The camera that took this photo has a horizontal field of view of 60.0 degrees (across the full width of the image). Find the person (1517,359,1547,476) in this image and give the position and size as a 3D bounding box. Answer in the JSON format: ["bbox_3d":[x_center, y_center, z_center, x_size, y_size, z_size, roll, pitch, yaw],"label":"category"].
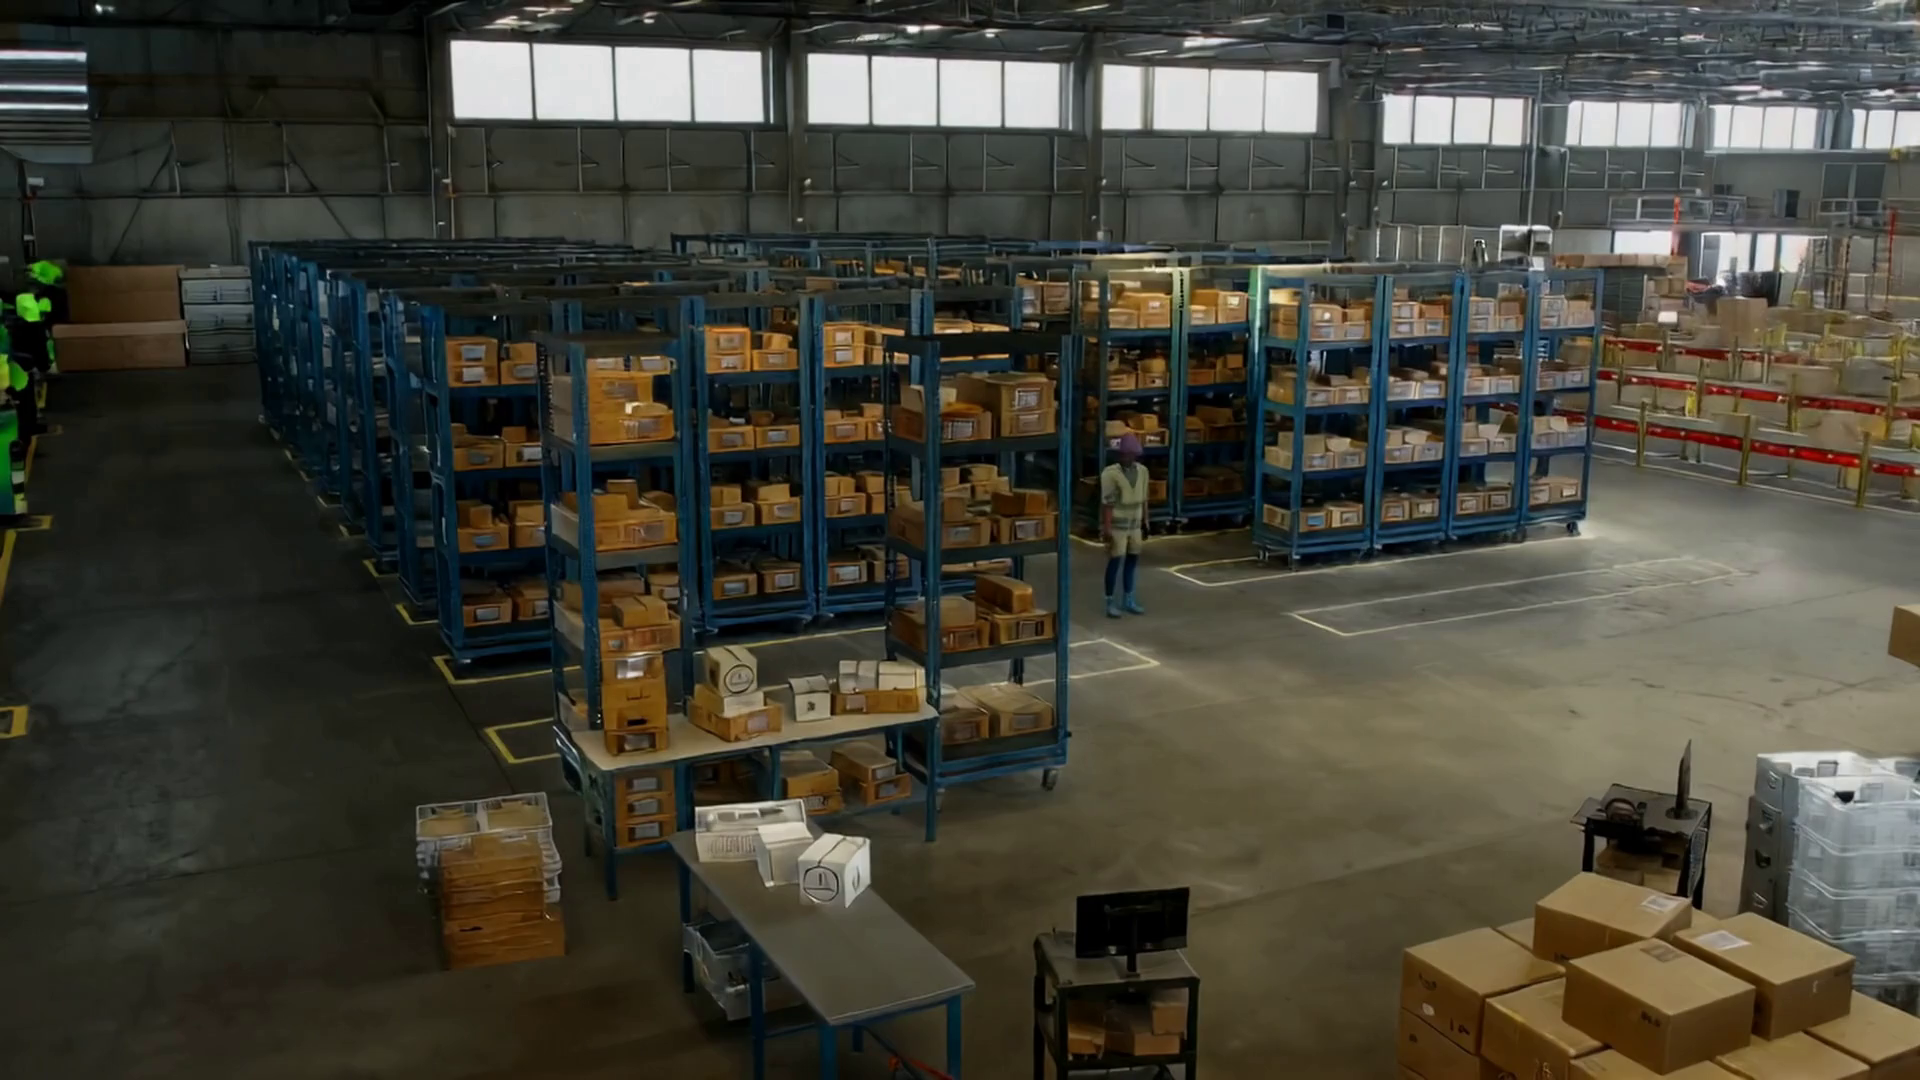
[{"bbox_3d":[9.374,-1.994,27.140,0.399,1.905,0.643,0,12,-1],"label":"person"}]

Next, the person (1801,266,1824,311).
[{"bbox_3d":[31.910,-9.360,62.067,0.494,1.706,0.874,-9,15,-37],"label":"person"}]

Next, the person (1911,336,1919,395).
[{"bbox_3d":[21.708,-4.049,37.441,0.433,1.621,0.539,-5,13,-21],"label":"person"}]

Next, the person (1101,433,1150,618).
[{"bbox_3d":[1.834,-0.163,18.245,0.615,2.041,0.392,-7,14,-29],"label":"person"}]
